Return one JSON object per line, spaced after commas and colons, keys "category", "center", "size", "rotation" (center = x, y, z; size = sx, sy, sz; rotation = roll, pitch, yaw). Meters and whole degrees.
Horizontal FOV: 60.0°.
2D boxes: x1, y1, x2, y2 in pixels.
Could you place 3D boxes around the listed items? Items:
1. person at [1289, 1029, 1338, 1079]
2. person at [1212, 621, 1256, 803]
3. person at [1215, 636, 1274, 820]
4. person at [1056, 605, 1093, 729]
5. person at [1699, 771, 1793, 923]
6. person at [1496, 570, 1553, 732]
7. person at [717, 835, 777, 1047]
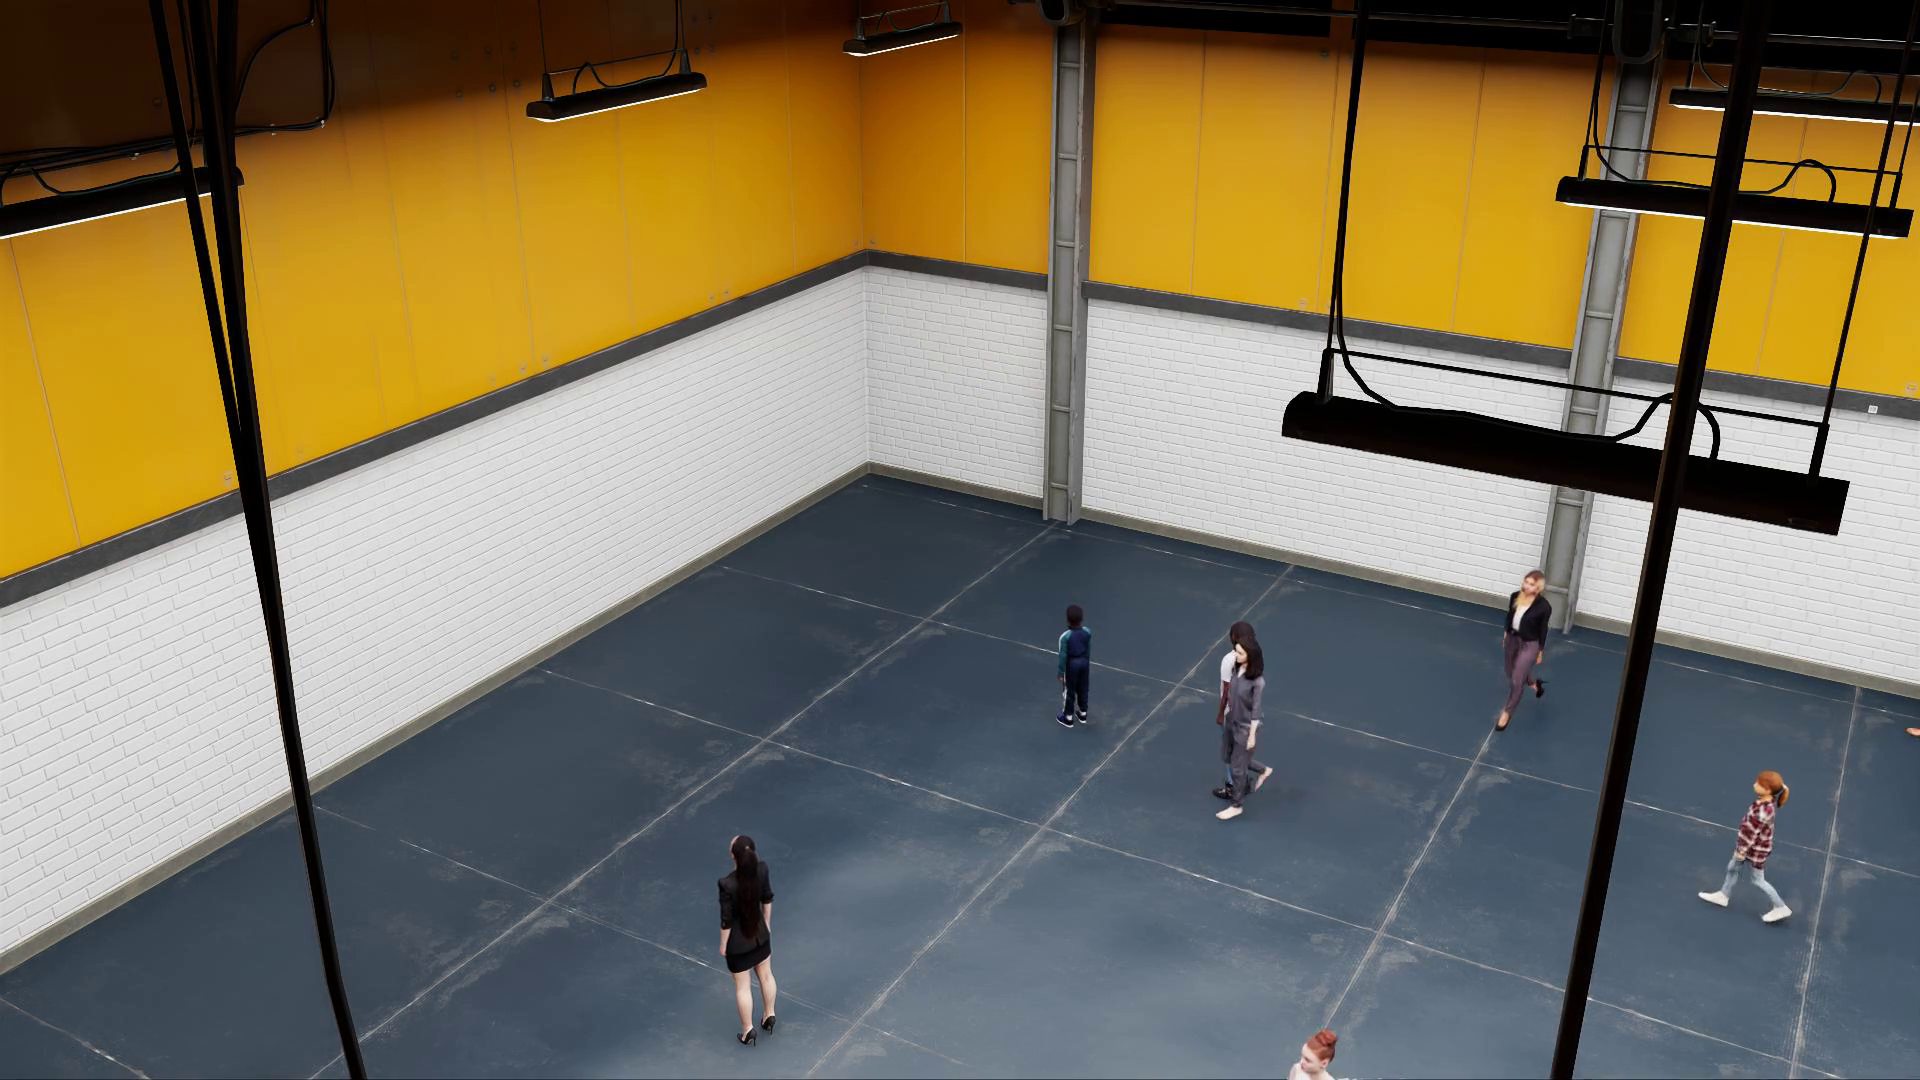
{"category": "person", "center": [2.166, 3.617, 9.857], "size": [1.055, 1.753, 1.066], "rotation": [-9, 25, -21]}
{"category": "person", "center": [2.456, 1.501, 14.740], "size": [0.642, 1.719, 0.620], "rotation": [-19, 30, -37]}
{"category": "person", "center": [2.548, 1.618, 14.446], "size": [0.924, 1.741, 0.893], "rotation": [-9, 25, -20]}
{"category": "person", "center": [1.106, 1.204, 15.999], "size": [0.573, 1.256, 0.603], "rotation": [-12, 26, -25]}
{"category": "person", "center": [6.352, 2.435, 13.137], "size": [0.905, 1.292, 0.553], "rotation": [11, 26, 23]}
{"category": "person", "center": [5.435, 1.031, 15.908], "size": [0.895, 1.645, 0.987], "rotation": [-16, 28, -33]}
{"category": "person", "center": [-1.498, 2.816, 11.760], "size": [0.660, 1.697, 0.628], "rotation": [-20, 31, -38]}
